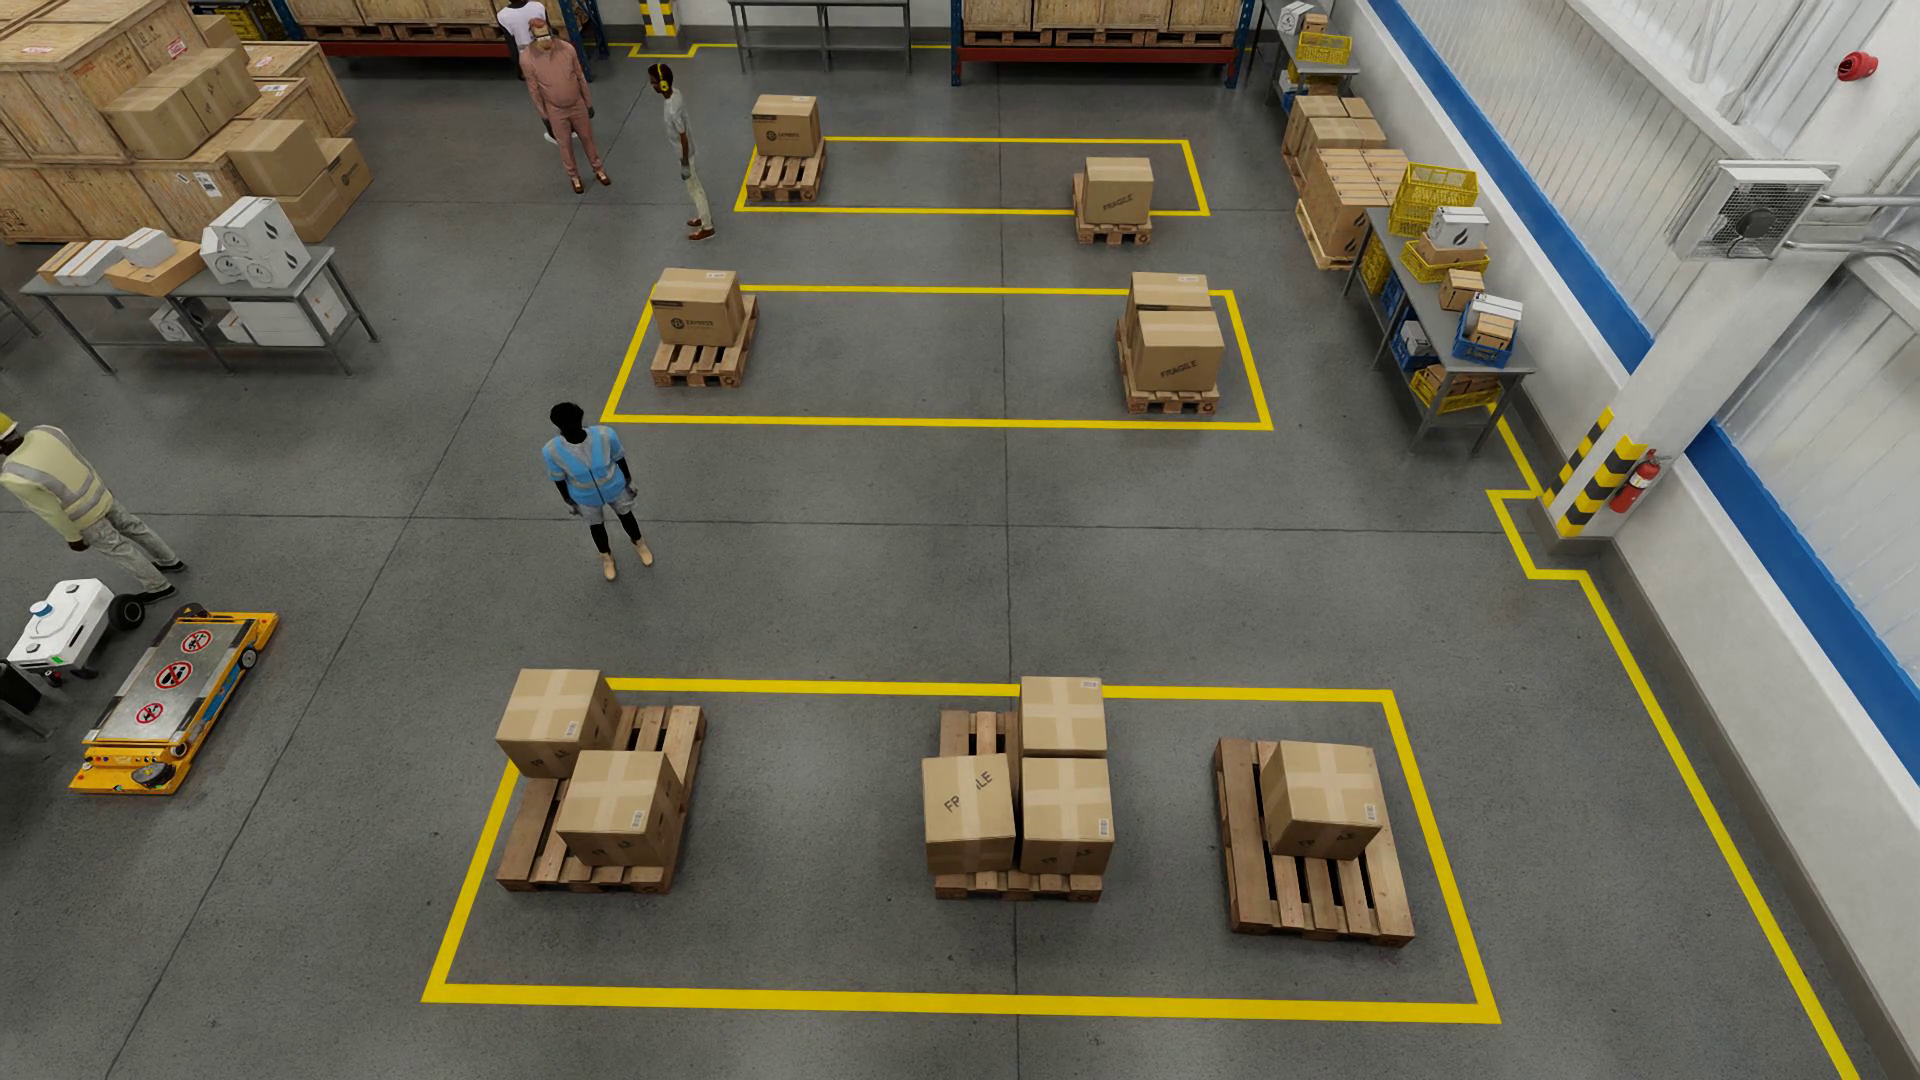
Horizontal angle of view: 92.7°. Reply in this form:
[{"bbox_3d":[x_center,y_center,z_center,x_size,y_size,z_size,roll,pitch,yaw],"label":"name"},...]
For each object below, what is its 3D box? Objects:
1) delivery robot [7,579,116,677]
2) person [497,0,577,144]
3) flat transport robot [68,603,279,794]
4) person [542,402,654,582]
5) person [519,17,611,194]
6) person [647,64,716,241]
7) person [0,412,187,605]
[{"bbox_3d":[-6.435,0.621,6.580,0.477,0.478,0.707,-4,50,-3],"label":"delivery robot"},{"bbox_3d":[-5.185,-5.871,11.245,0.591,1.919,0.392,-34,58,-26],"label":"person"},{"bbox_3d":[-5.504,1.072,6.442,0.652,0.197,1.431,1,50,1],"label":"flat transport robot"},{"bbox_3d":[-2.645,-0.358,6.722,0.540,1.697,0.317,-22,53,-18],"label":"person"},{"bbox_3d":[-4.509,-4.950,10.482,0.637,1.900,0.402,-26,55,-20],"label":"person"},{"bbox_3d":[-2.961,-4.122,9.800,0.309,1.864,0.534,-10,51,-9],"label":"person"},{"bbox_3d":[-6.267,-0.227,6.524,0.404,1.834,0.591,-8,50,-7],"label":"person"}]
